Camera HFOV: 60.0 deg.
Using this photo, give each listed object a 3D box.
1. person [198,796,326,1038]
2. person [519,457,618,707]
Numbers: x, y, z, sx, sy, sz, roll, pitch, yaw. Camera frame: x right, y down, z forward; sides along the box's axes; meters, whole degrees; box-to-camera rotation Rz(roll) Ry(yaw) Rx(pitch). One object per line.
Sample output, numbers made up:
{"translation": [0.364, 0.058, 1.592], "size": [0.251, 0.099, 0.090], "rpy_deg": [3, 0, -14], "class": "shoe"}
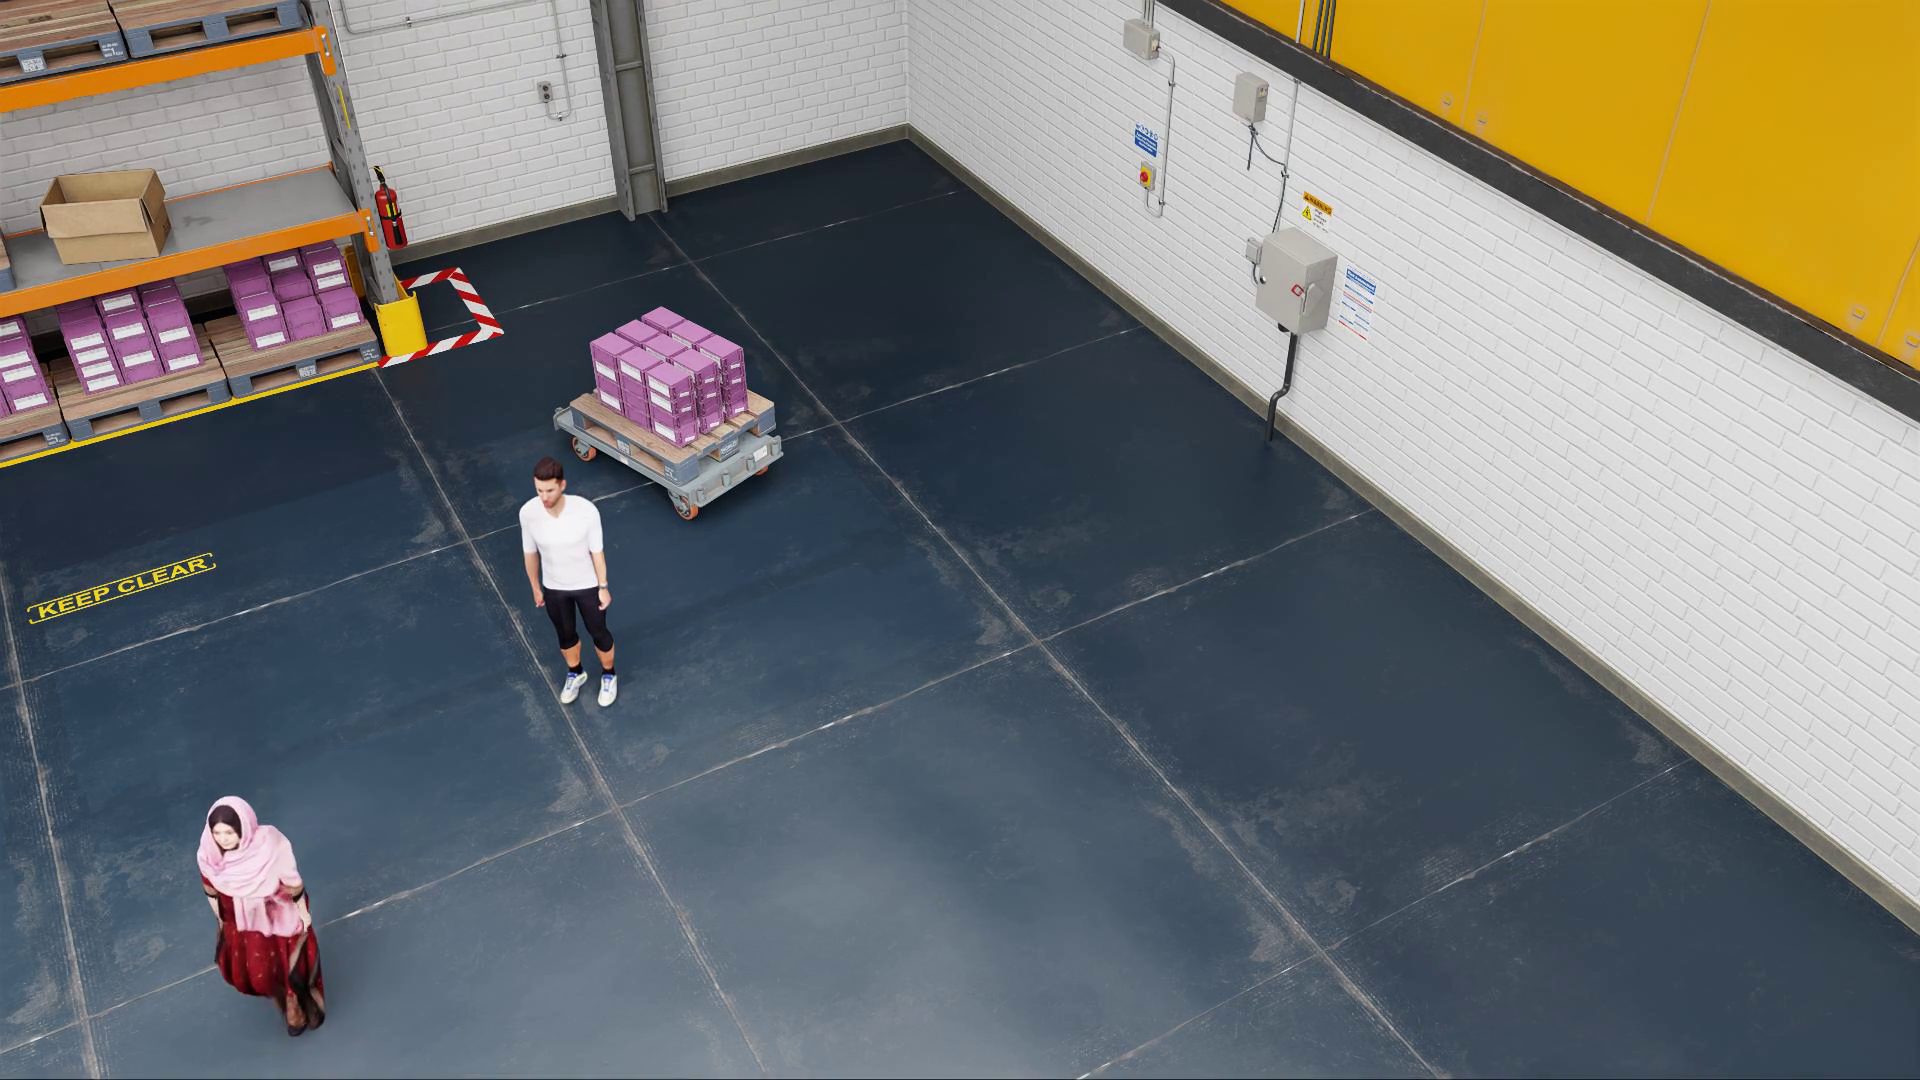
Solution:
{"translation": [-3.537, 1.842, 8.462], "size": [0.763, 1.639, 0.865], "rpy_deg": [-3, 39, -4], "class": "person"}
{"translation": [-2.397, 0.244, 10.295], "size": [0.682, 1.848, 0.798], "rpy_deg": [0, 39, 0], "class": "person"}
